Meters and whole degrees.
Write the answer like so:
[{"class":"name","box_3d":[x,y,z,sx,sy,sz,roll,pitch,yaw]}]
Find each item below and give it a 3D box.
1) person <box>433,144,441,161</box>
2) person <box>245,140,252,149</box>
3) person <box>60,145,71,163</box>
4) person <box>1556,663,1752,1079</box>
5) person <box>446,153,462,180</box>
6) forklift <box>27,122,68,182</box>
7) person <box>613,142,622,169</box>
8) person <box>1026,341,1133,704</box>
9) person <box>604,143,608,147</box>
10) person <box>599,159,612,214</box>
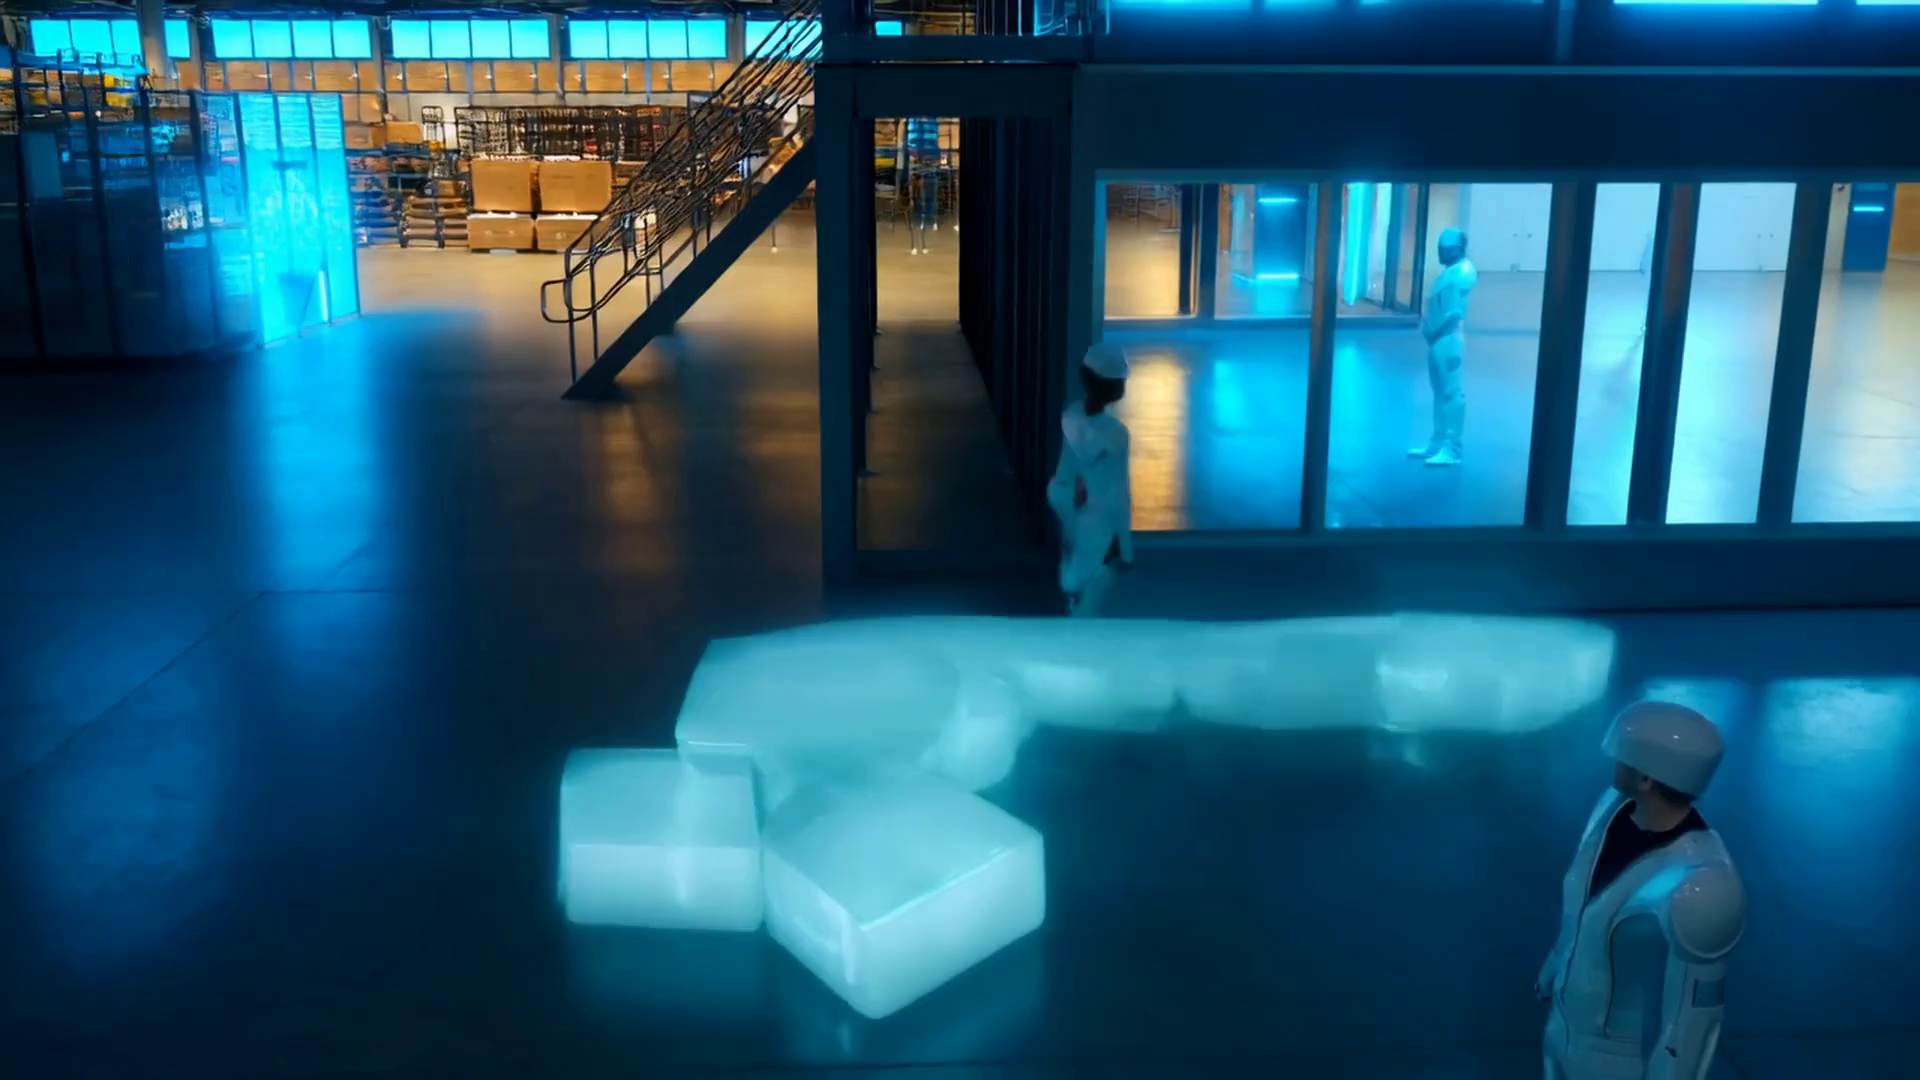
[{"class":"person","box_3d":[-26.880,-19.466,85.453,0.399,1.733,0.586,-10,17,-36]},{"class":"person","box_3d":[-36.754,-19.651,85.841,0.408,1.913,0.644,-1,14,-2]},{"class":"person","box_3d":[-40.374,-16.930,75.117,0.404,1.837,0.593,-1,14,-2]},{"class":"person","box_3d":[1.387,1.073,3.439,0.318,1.700,0.537,-1,14,-2]},{"class":"person","box_3d":[-16.328,-11.578,53.761,0.918,1.820,0.544,7,16,25]},{"class":"forklift","box_3d":[-35.376,-14.773,64.377,1.129,2.768,1.873,-1,14,-2]},{"class":"person","box_3d":[-15.787,-17.335,76.596,0.408,1.908,0.644,-1,14,-2]},{"class":"person","box_3d":[0.602,-0.067,7.880,0.424,1.750,0.552,-9,17,-32]},{"class":"person","box_3d":[-17.911,-19.264,84.416,0.387,1.849,0.566,-1,14,-2]},{"class":"person","box_3d":[-10.180,-10.052,47.762,0.305,1.772,0.527,-1,14,-2]}]
